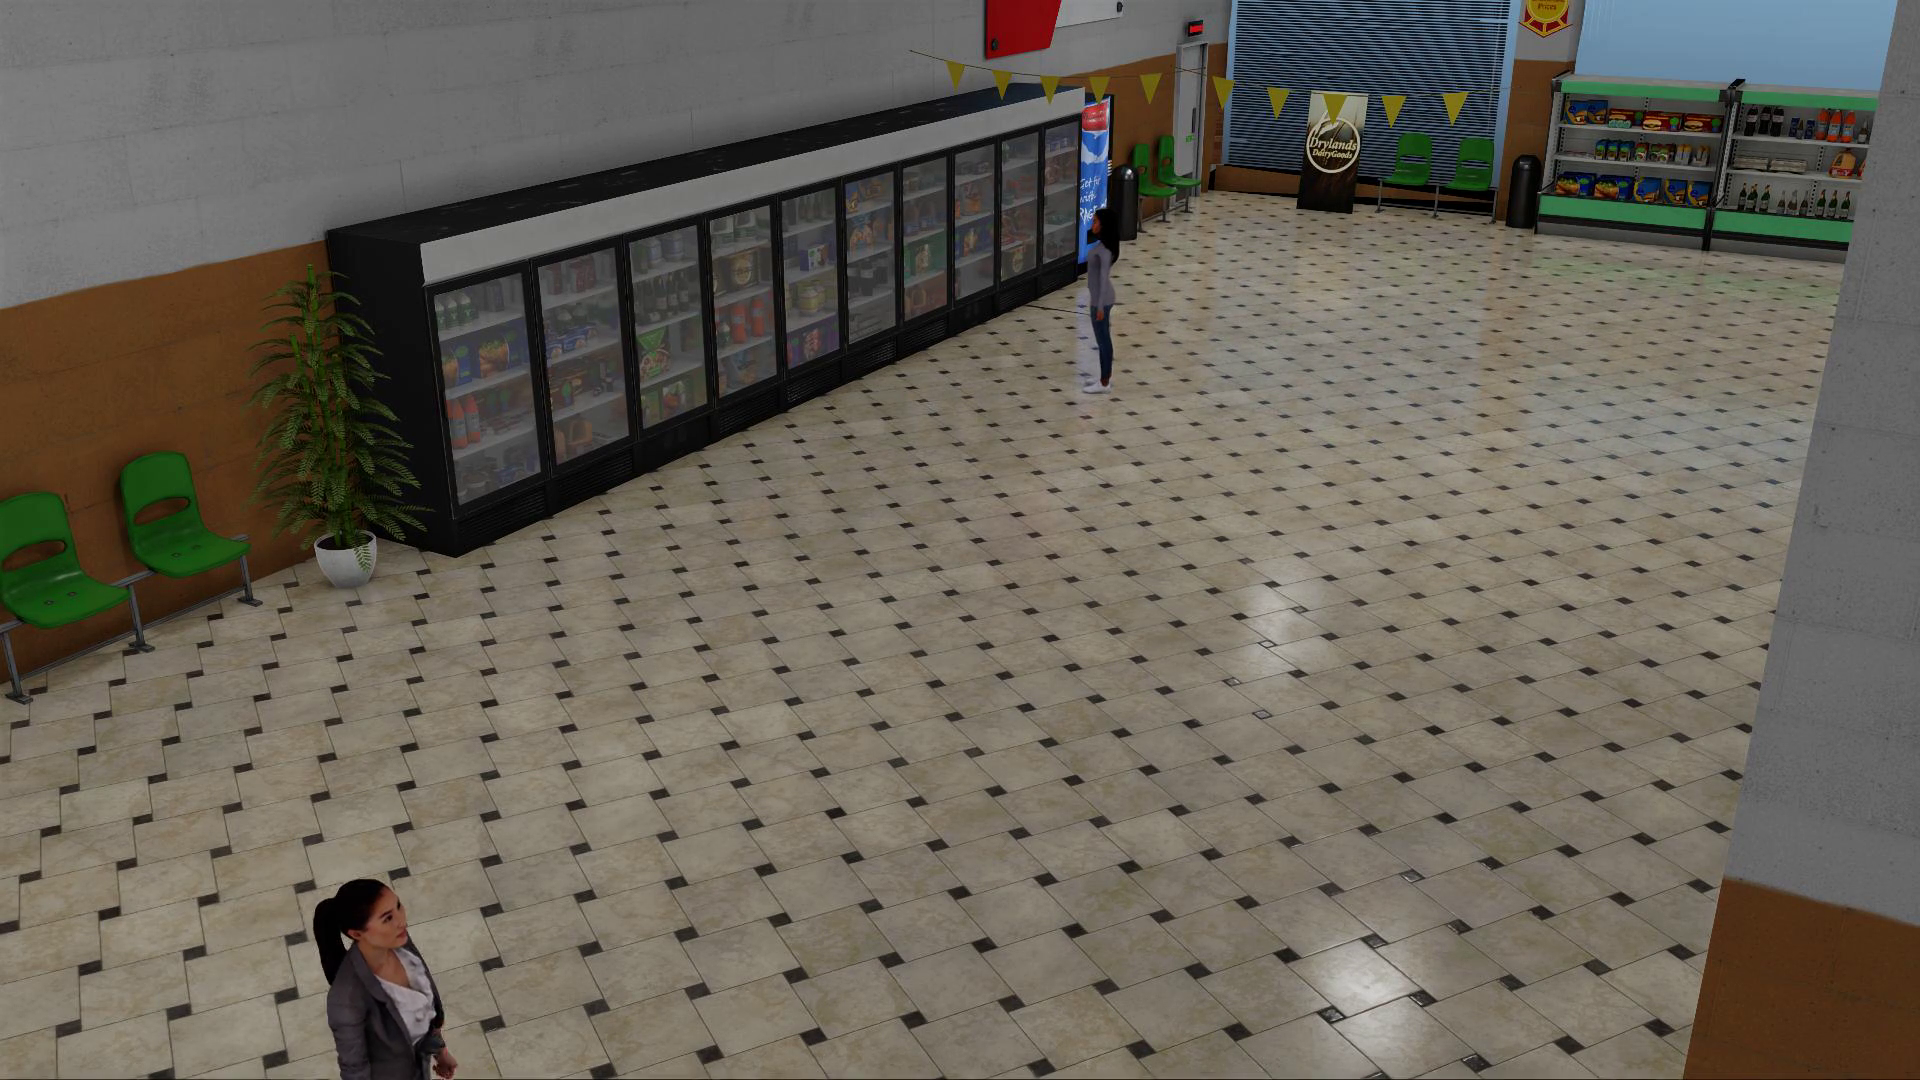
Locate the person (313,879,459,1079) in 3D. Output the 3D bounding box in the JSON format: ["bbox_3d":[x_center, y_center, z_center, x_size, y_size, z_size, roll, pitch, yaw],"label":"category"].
[{"bbox_3d":[-1.974,1.850,5.604,1.143,1.647,0.927,1,22,2],"label":"person"}]

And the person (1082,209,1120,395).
[{"bbox_3d":[1.361,-2.257,15.709,0.665,1.733,0.676,2,22,5],"label":"person"}]
